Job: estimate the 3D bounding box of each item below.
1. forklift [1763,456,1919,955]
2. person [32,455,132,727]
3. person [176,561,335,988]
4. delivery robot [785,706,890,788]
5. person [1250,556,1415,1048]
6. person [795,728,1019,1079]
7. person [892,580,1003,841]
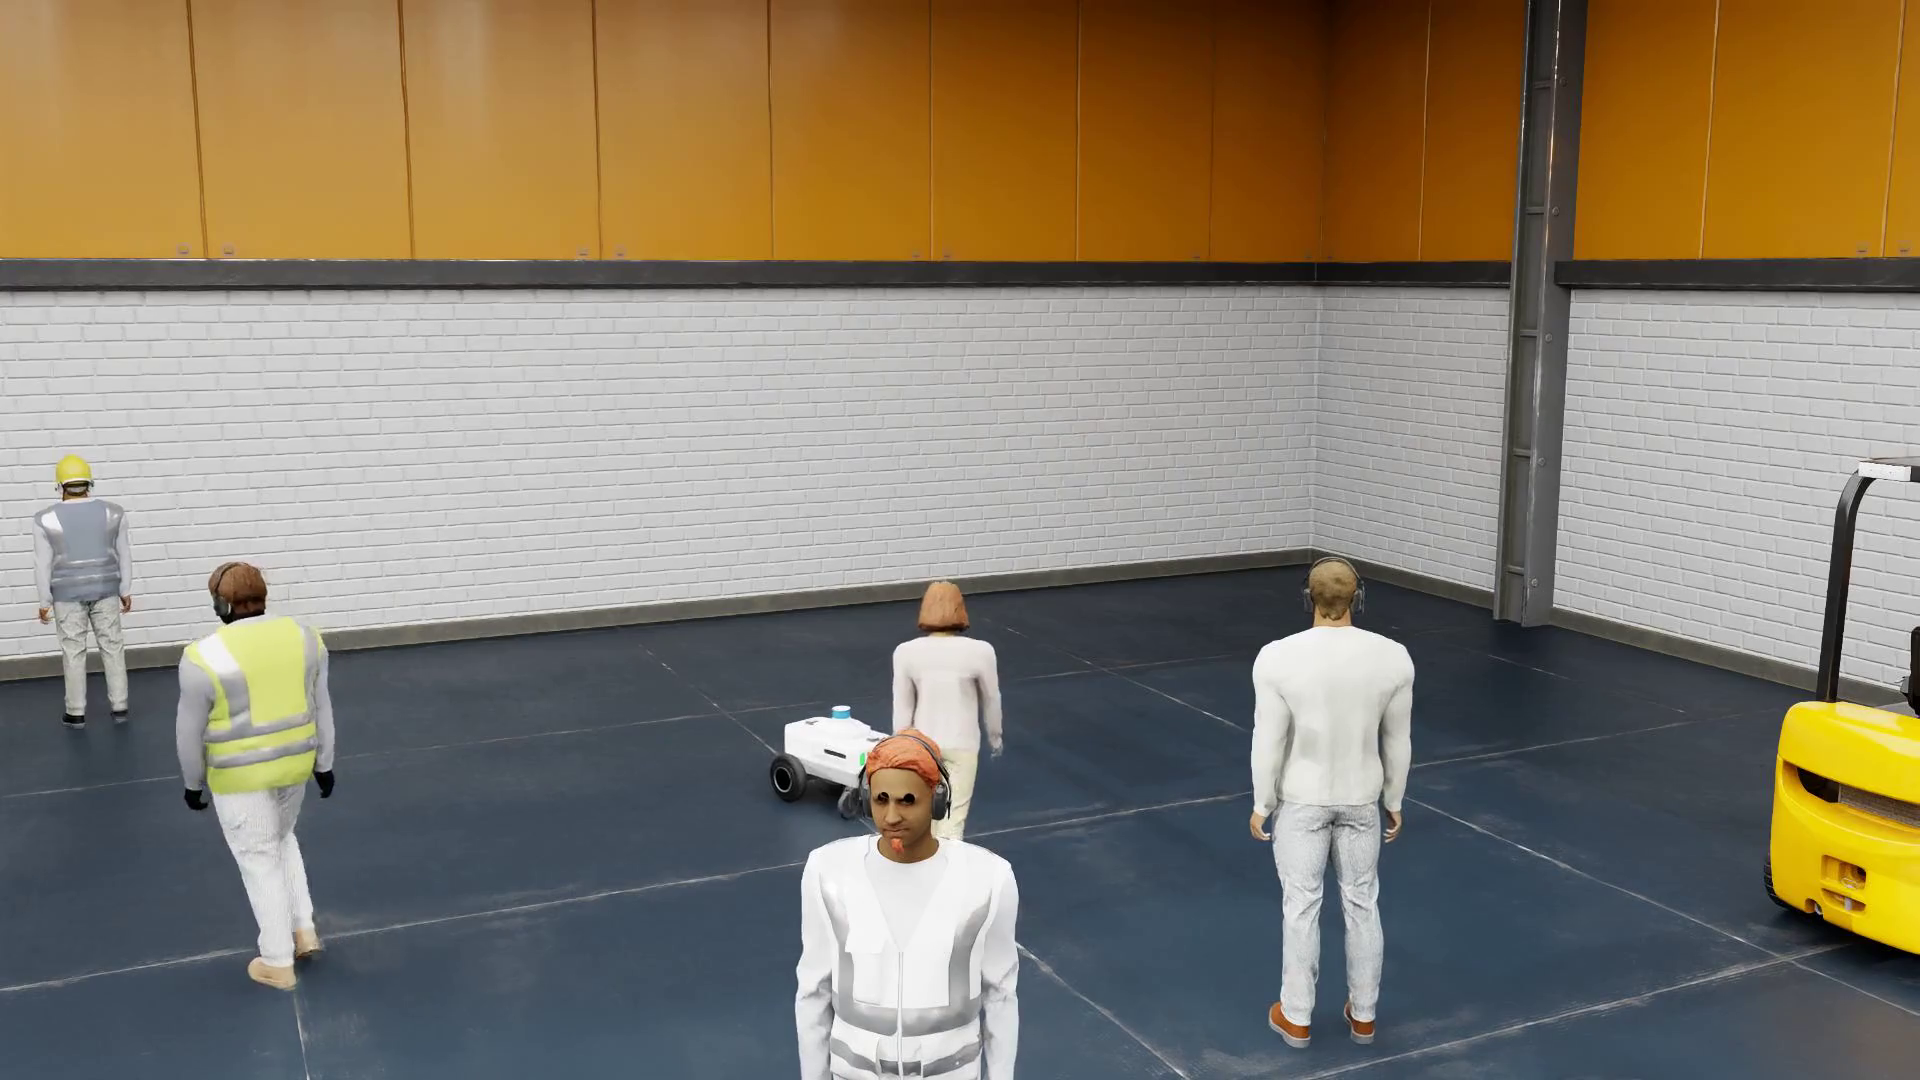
[{"bbox_3d":[4.857,0.731,7.561,2.313,2.155,1.214,-4,10,-25],"label":"forklift"},{"bbox_3d":[-5.857,0.353,11.123,0.602,1.830,0.494,-8,12,-40],"label":"person"},{"bbox_3d":[-3.005,0.994,7.079,0.512,1.821,0.627,6,11,33],"label":"person"},{"bbox_3d":[-0.672,1.190,9.490,0.707,0.478,0.477,9,13,43],"label":"delivery robot"},{"bbox_3d":[1.442,1.027,6.517,0.632,1.936,0.359,0,9,-2],"label":"person"},{"bbox_3d":[-0.140,1.411,4.303,0.580,1.883,0.352,1,9,5],"label":"person"},{"bbox_3d":[-0.075,0.986,7.866,0.499,1.587,0.886,2,9,15],"label":"person"}]
